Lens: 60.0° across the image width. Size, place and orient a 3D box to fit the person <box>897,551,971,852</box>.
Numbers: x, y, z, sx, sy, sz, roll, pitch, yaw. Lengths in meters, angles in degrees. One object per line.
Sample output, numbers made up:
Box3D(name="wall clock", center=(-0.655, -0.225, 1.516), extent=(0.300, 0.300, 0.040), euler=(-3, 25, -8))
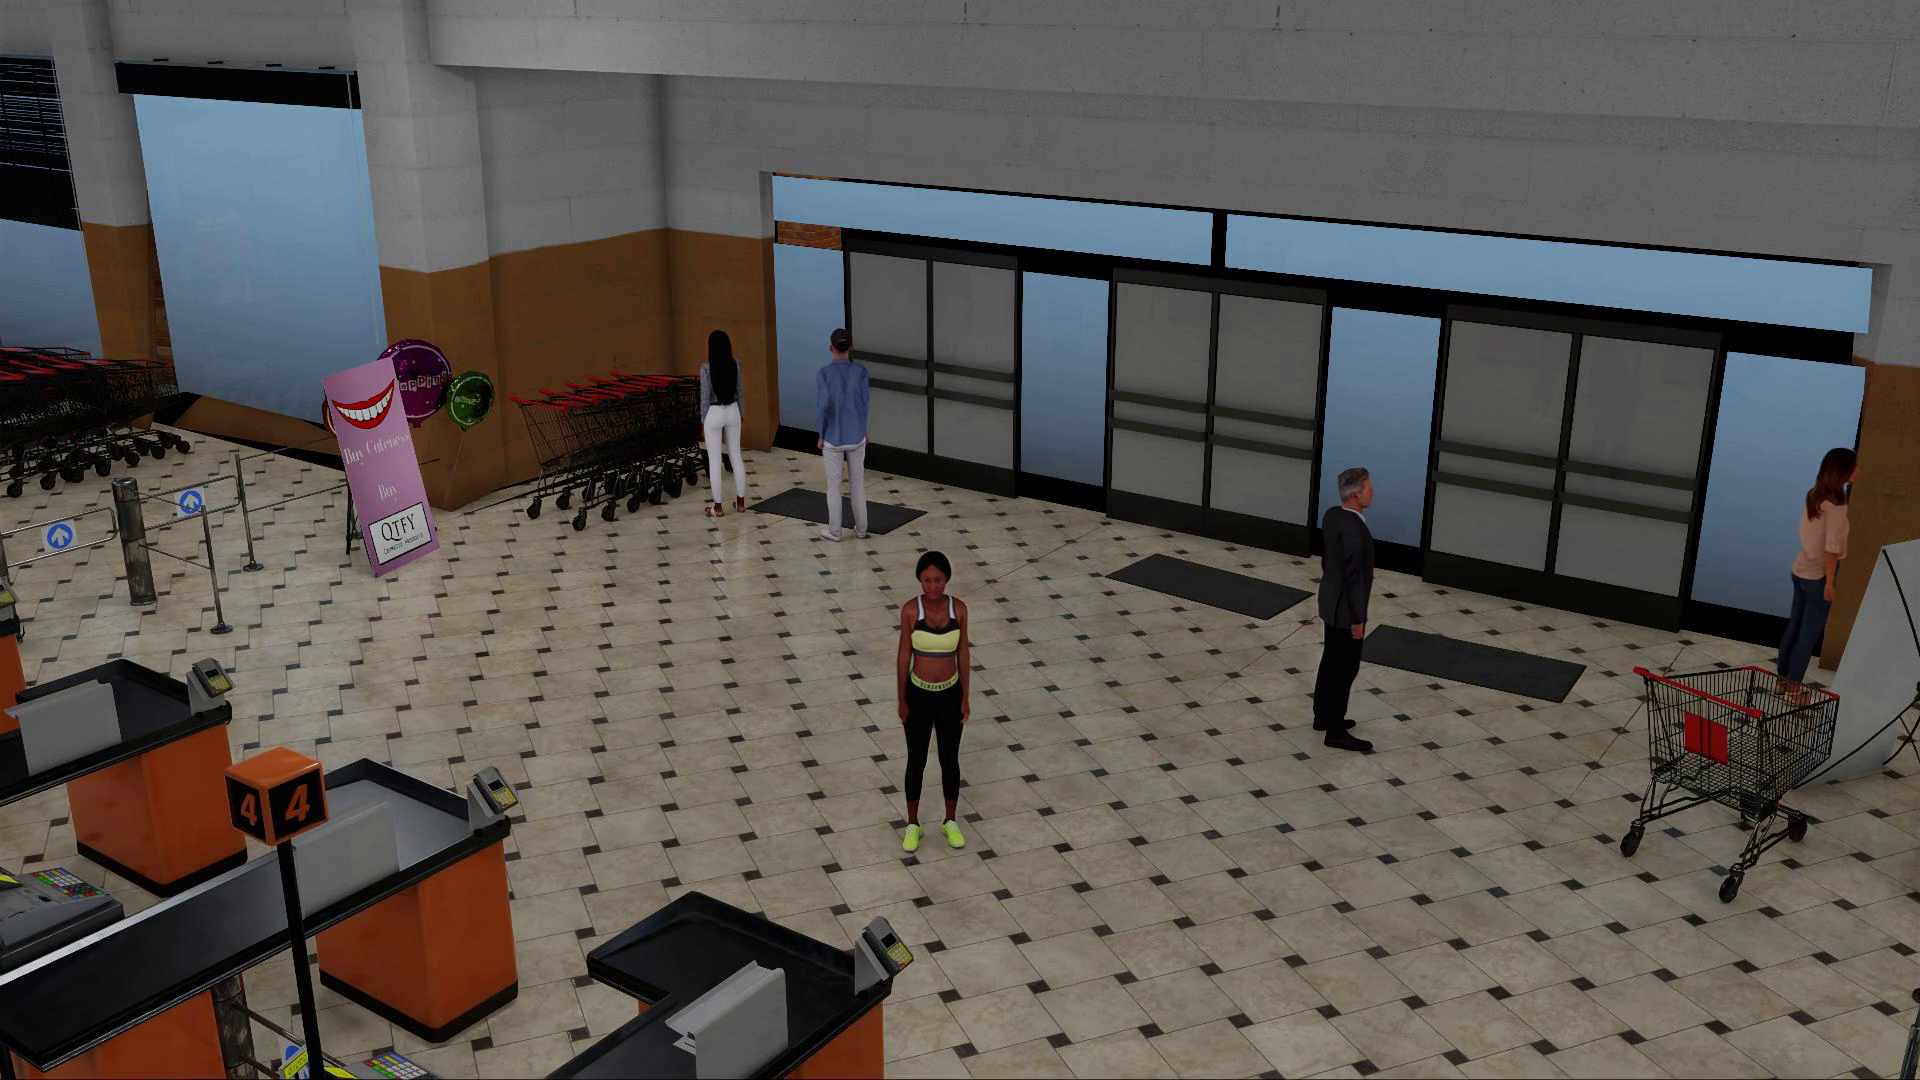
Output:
Box3D(name="person", center=(-0.149, 0.890, 9.311), extent=(0.641, 1.755, 0.696), euler=(-3, 19, -8))

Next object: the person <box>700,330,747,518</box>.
Box3D(name="person", center=(-2.169, -1.076, 15.189), extent=(0.587, 1.725, 0.727), euler=(-12, 22, -31))

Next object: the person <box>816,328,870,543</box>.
Box3D(name="person", center=(-1.014, -0.914, 14.451), extent=(0.690, 1.888, 0.801), euler=(-8, 20, -23))

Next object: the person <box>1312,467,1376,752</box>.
Box3D(name="person", center=(2.459, 0.412, 10.593), extent=(0.868, 1.841, 0.778), euler=(-1, 19, -4))

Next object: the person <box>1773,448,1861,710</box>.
Box3D(name="person", center=(5.747, 0.240, 11.180), extent=(0.728, 1.792, 0.612), euler=(2, 19, 7))
